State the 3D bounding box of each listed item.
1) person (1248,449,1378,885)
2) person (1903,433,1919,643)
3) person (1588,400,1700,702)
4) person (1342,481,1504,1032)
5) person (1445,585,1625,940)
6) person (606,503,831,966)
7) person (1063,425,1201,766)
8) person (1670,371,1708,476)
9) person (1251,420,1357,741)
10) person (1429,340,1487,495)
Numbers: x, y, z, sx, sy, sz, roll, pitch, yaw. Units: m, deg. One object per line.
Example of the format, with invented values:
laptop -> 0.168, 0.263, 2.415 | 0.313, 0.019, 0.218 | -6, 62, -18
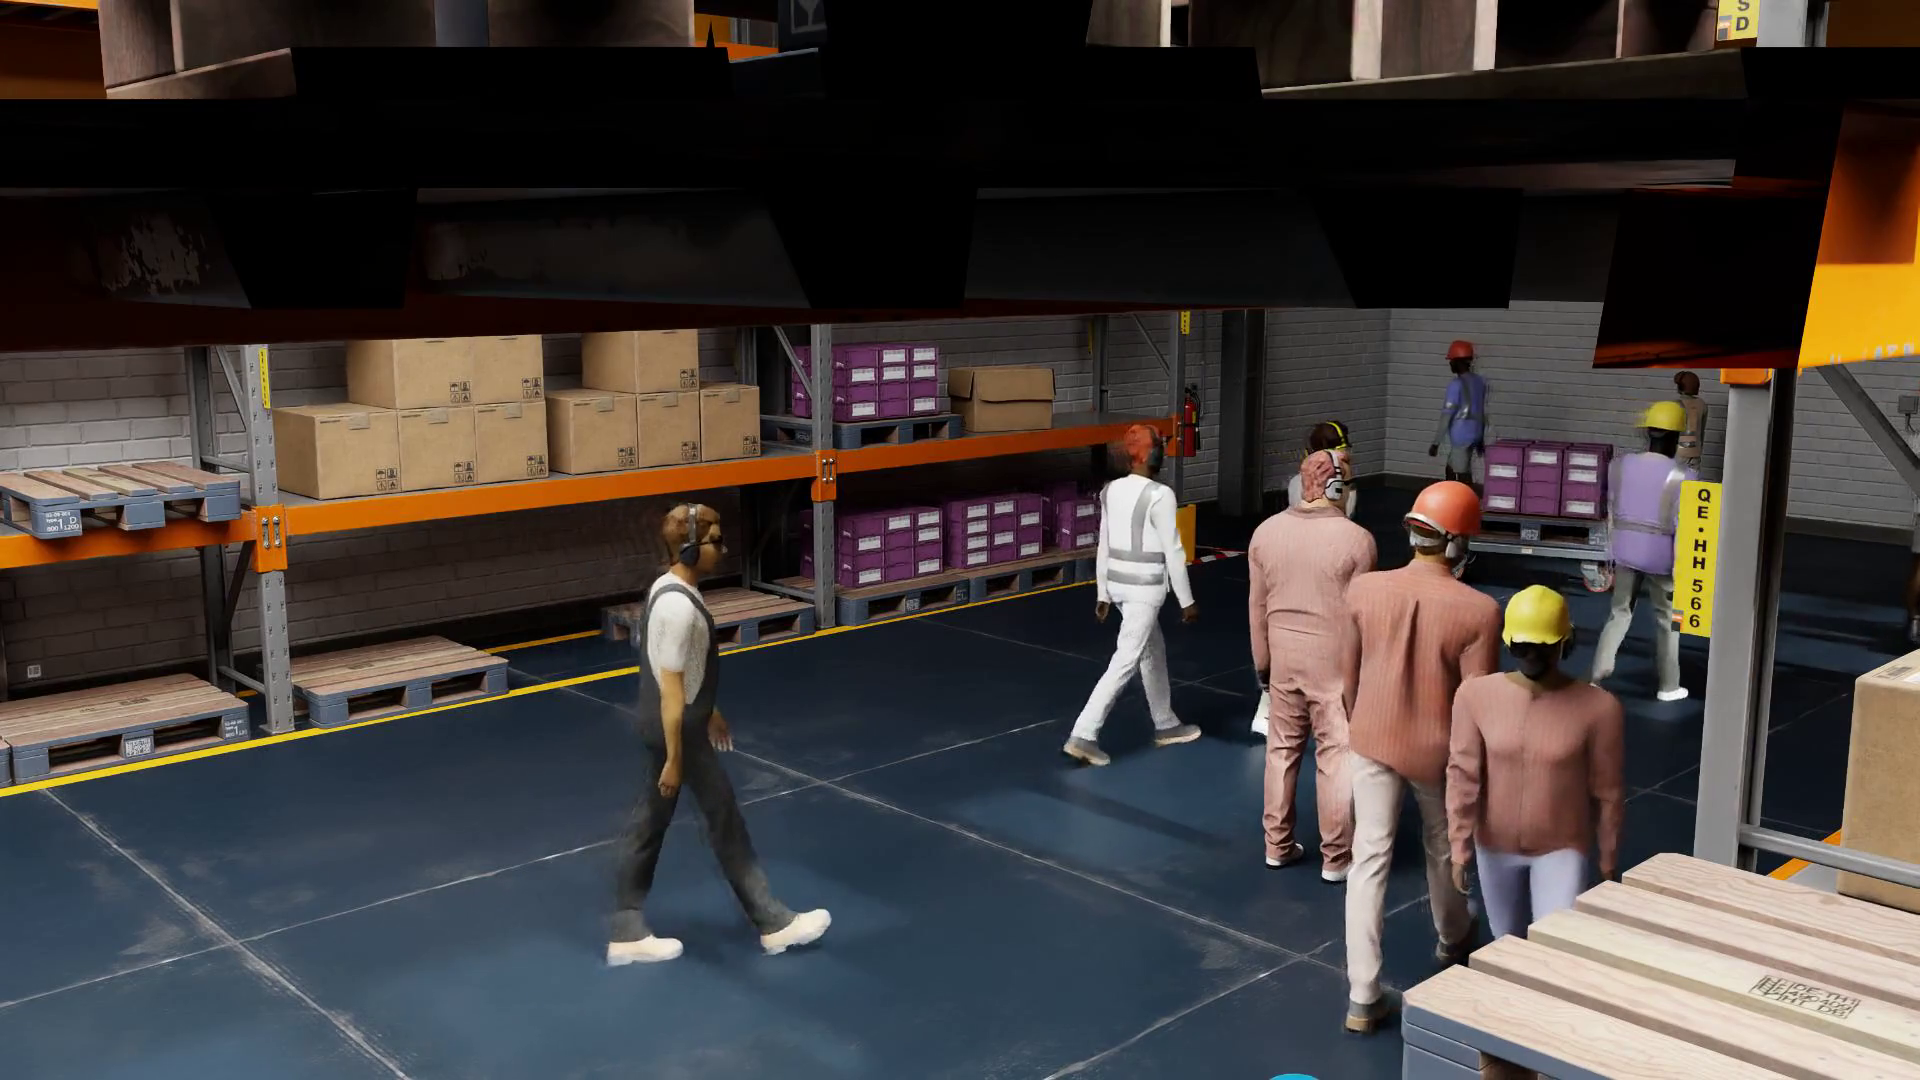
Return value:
person -> 1.582, 0.551, 7.323 | 0.402, 1.904, 0.638 | -9, 14, -44
person -> 7.114, -0.218, 11.885 | 1.016, 1.874, 0.570 | -7, 12, -35
person -> 4.124, 0.098, 10.021 | 0.932, 1.889, 0.588 | -9, 13, -41
person -> 1.688, 0.739, 6.095 | 0.620, 1.927, 1.056 | 6, 11, 32
person -> 1.778, 0.997, 5.221 | 0.519, 1.725, 0.872 | 6, 11, 30
person -> -0.963, 0.748, 6.432 | 0.927, 1.799, 0.533 | -3, 10, -19
person -> 0.936, 0.292, 9.049 | 0.984, 1.842, 0.587 | -5, 11, -27
person -> 6.959, -0.803, 16.012 | 0.522, 1.640, 0.306 | -5, 11, -27
person -> 2.010, 0.233, 9.414 | 0.986, 1.830, 0.529 | -8, 12, -38
person -> 4.848, -1.010, 16.436 | 0.566, 1.900, 0.890 | -10, 14, -44
